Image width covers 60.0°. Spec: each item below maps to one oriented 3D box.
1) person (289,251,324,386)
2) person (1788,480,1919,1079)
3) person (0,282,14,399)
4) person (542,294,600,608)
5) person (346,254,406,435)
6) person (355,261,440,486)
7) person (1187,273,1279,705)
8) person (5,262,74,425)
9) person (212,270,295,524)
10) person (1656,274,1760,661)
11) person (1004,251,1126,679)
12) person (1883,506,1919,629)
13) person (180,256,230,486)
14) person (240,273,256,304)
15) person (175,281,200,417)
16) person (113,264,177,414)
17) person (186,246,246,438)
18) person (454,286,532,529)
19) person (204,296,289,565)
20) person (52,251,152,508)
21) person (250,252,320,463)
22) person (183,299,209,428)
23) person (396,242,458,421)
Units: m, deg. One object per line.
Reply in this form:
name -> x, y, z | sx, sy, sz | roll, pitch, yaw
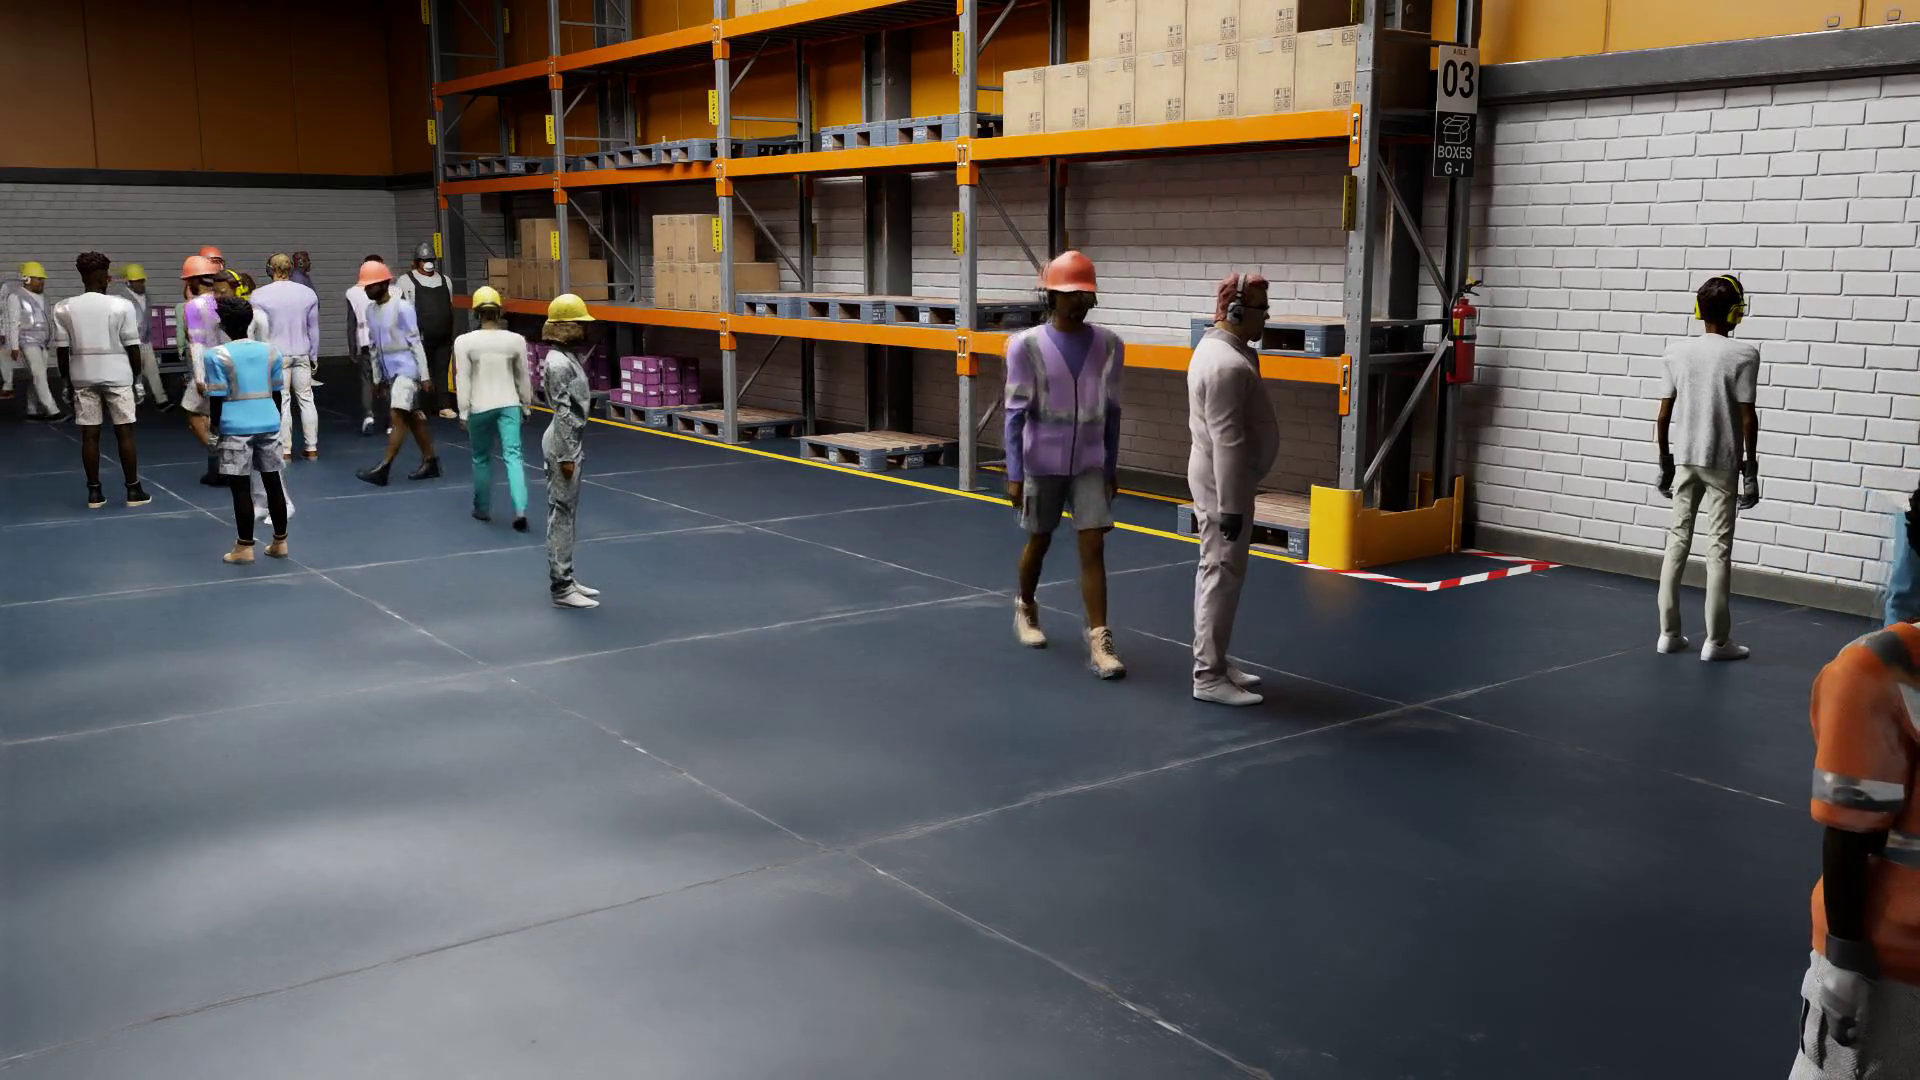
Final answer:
person -> -9.330, -3.150, 23.702 | 0.406, 1.911, 0.639 | -5, 11, -26
person -> 1.636, 0.689, 2.789 | 0.531, 1.698, 0.320 | -4, 11, -20
person -> -12.501, -2.690, 21.321 | 0.605, 1.832, 1.009 | 0, 10, -2
person -> -2.176, -0.499, 9.315 | 0.312, 1.744, 0.487 | -2, 10, -9
person -> -6.134, -2.051, 17.553 | 0.617, 1.914, 0.541 | -2, 10, -12
person -> -4.791, -1.392, 13.983 | 0.564, 1.869, 0.929 | 8, 13, 38
person -> 1.199, -0.220, 7.344 | 0.402, 1.896, 0.652 | 1, 10, 5
person -> -10.212, -2.188, 18.583 | 0.735, 1.805, 0.624 | 1, 10, 8
person -> -5.133, -1.025, 12.022 | 0.538, 1.842, 0.422 | 4, 11, 23
person -> 3.650, -0.348, 8.114 | 0.326, 1.874, 0.519 | -8, 13, -38
person -> 0.506, -0.385, 8.010 | 0.625, 1.990, 1.025 | -2, 10, -13
person -> 2.770, 0.433, 4.530 | 0.515, 1.591, 0.876 | 3, 11, 17
person -> -6.221, -1.393, 13.835 | 0.431, 1.915, 0.550 | 4, 11, 22
person -> -9.790, -2.863, 22.946 | 0.505, 1.612, 0.359 | -4, 11, -20
person -> -8.763, -2.199, 19.185 | 0.497, 1.625, 0.288 | -8, 13, -38
person -> -9.726, -2.362, 19.650 | 0.922, 1.771, 0.616 | 3, 11, 16
person -> -7.741, -2.061, 17.383 | 0.608, 1.989, 0.387 | -10, 14, -44
person -> -3.315, -0.949, 11.889 | 0.542, 1.724, 0.906 | -5, 12, -28
person -> -4.512, -0.689, 10.526 | 0.319, 1.692, 0.533 | 7, 12, 33
person -> -6.576, -1.222, 12.753 | 0.603, 1.962, 0.372 | -2, 10, -11
person -> -6.218, -1.675, 15.358 | 0.373, 1.940, 0.630 | 9, 14, 42
person -> -8.170, -2.104, 18.053 | 0.621, 1.838, 0.429 | 7, 12, 35
person -> -6.079, -2.395, 19.103 | 0.689, 2.000, 0.539 | -10, 14, -44
